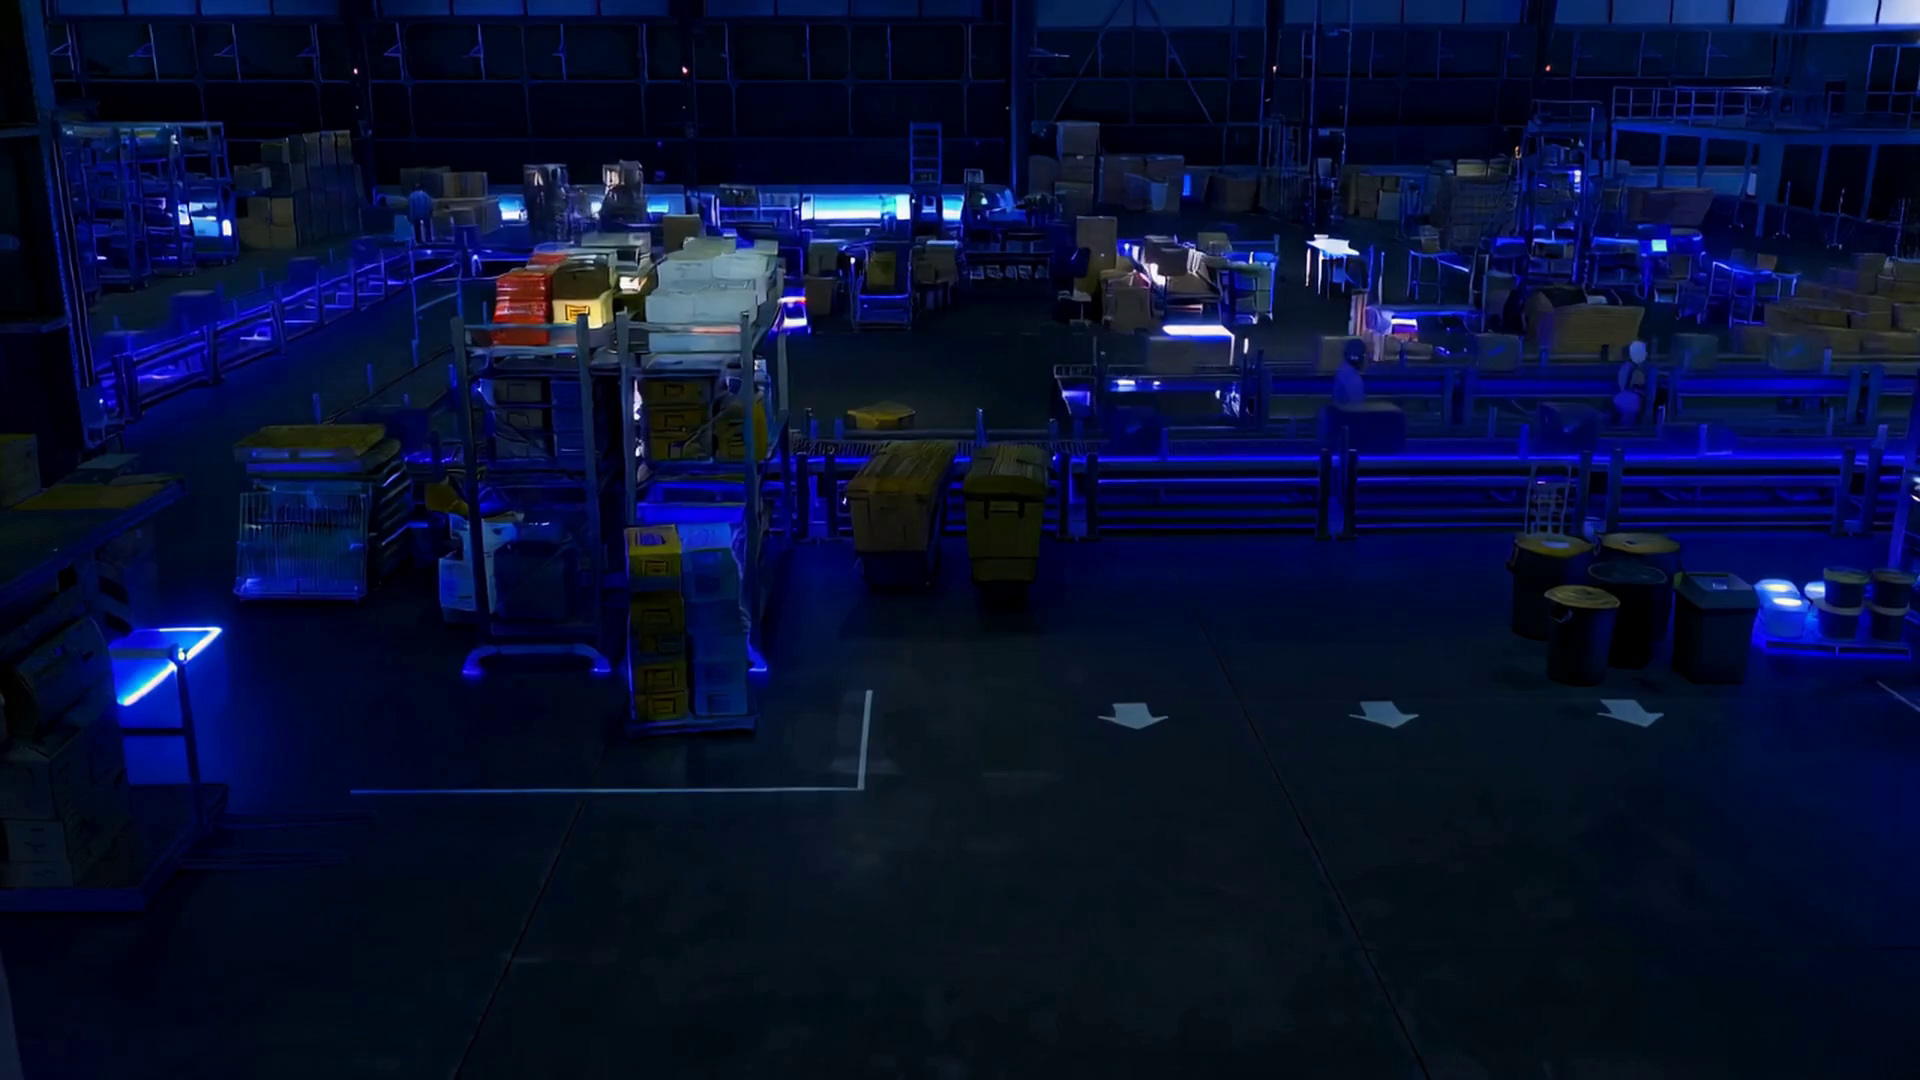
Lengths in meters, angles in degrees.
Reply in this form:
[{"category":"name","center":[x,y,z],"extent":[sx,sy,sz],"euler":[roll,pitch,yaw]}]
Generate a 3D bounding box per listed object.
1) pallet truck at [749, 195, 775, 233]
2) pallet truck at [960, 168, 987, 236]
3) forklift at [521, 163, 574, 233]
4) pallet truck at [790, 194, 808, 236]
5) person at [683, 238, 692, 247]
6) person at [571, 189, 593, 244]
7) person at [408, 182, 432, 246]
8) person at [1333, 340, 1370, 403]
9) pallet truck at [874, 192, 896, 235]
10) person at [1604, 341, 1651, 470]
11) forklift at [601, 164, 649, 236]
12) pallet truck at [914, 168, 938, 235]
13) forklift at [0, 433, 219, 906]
[{"category":"pallet truck","center":[-6.051,-9.967,50.660],"extent":[0.680,1.201,1.601],"euler":[0,16,-1]},{"category":"pallet truck","center":[0.383,-10.230,50.206],"extent":[0.823,1.965,1.885],"euler":[-1,16,-3]},{"category":"forklift","center":[-12.233,-10.122,49.298],"extent":[1.157,1.987,2.680],"euler":[0,16,-1]},{"category":"pallet truck","center":[-4.814,-9.883,50.259],"extent":[0.704,1.261,1.522],"euler":[-1,16,-3]},{"category":"person","center":[-5.378,-5.101,32.854],"extent":[0.547,1.717,0.877],"euler":[-11,19,-33]},{"category":"person","center":[-10.147,-8.579,44.861],"extent":[0.405,1.792,0.735],"euler":[8,18,26]},{"category":"person","center":[-14.856,-8.891,45.761],"extent":[0.397,1.892,0.692],"euler":[14,21,39]},{"category":"person","center":[4.748,-1.543,20.329],"extent":[0.428,1.821,0.592],"euler":[0,16,1]},{"category":"pallet truck","center":[-2.277,-9.986,50.594],"extent":[0.653,1.274,1.630],"euler":[0,16,-1]},{"category":"person","center":[8.566,-1.679,21.056],"extent":[0.756,1.667,0.547],"euler":[0,16,2]},{"category":"forklift","center":[-9.948,-10.127,49.296],"extent":[1.157,1.987,2.680],"euler":[-1,16,-3]},{"category":"pallet truck","center":[-0.989,-10.316,50.507],"extent":[0.823,1.965,1.885],"euler":[1,16,3]},{"category":"forklift","center":[-5.952,0.780,10.366],"extent":[1.873,2.768,1.129],"euler":[0,16,-1]}]
